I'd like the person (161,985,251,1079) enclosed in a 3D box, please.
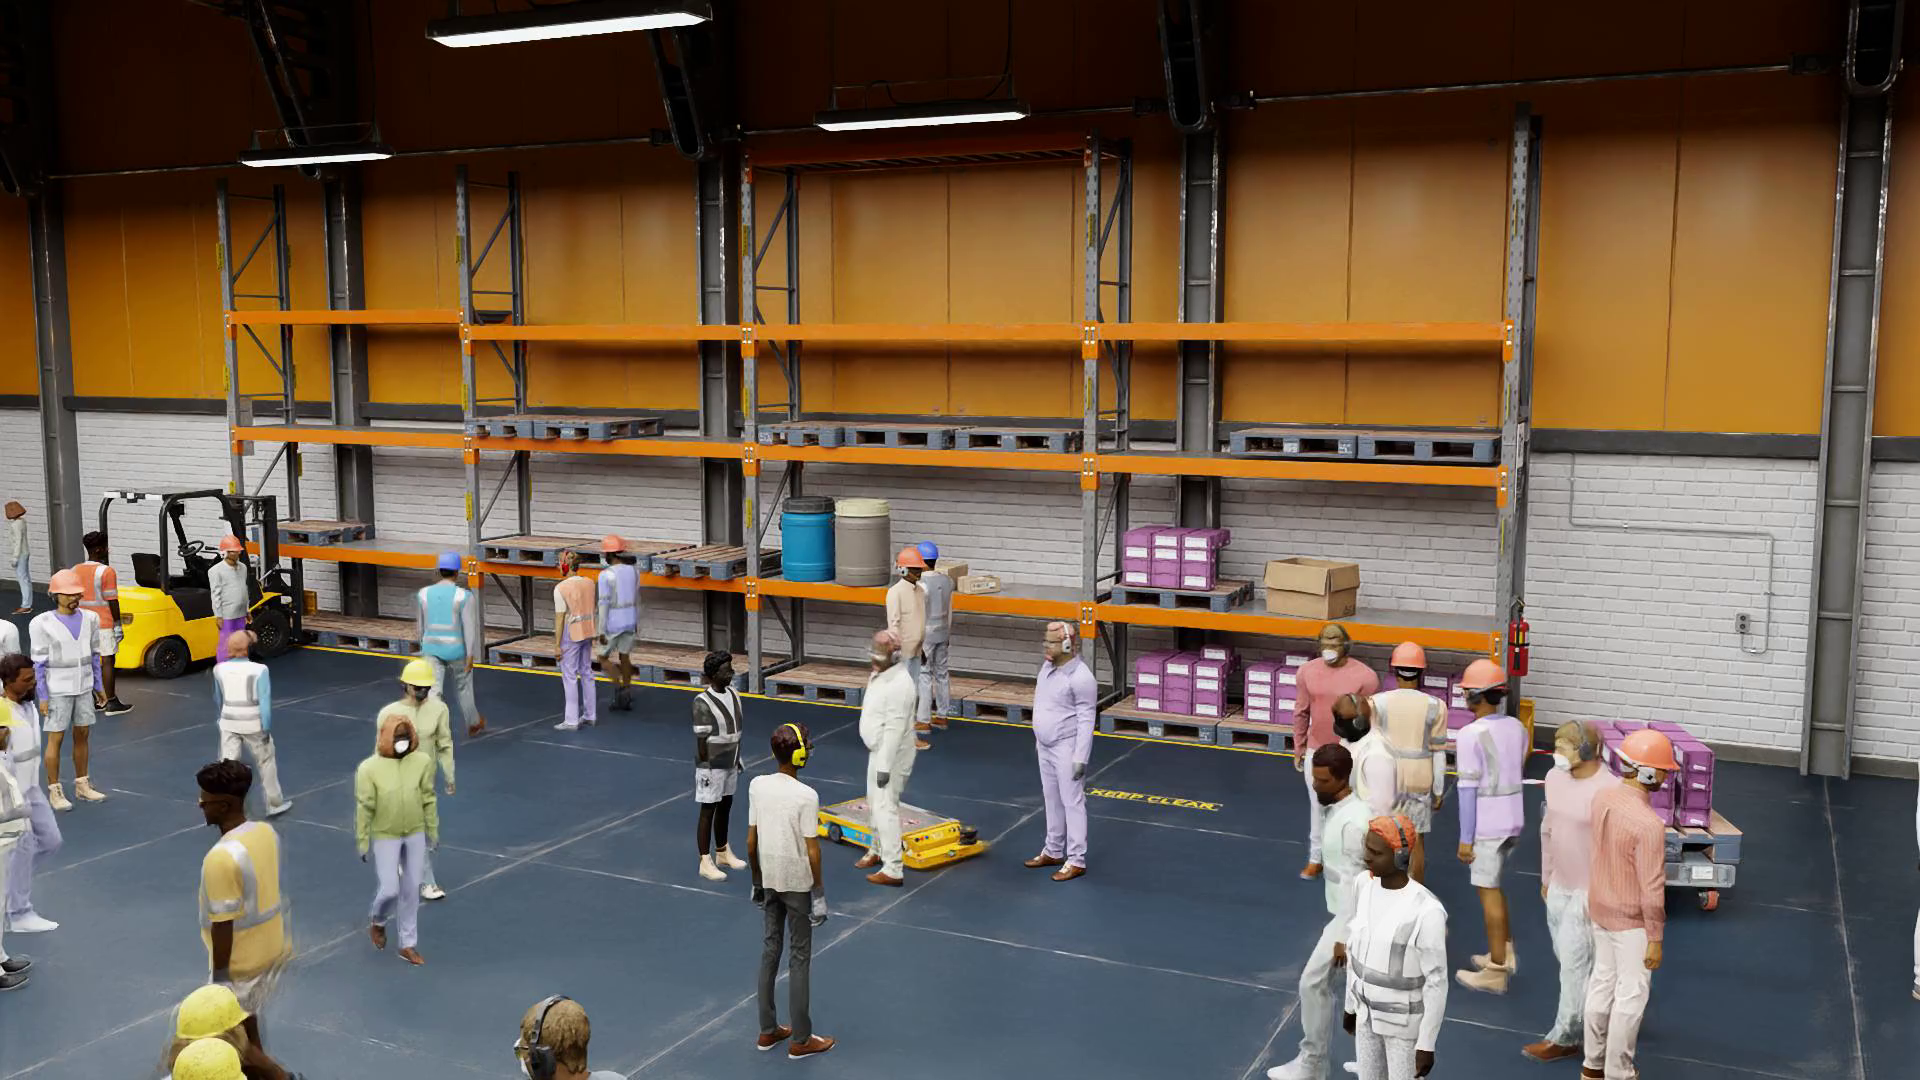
[{"bbox_3d":[-2.660,2.430,5.880,0.485,1.702,0.895,2,7,20],"label":"person"}]

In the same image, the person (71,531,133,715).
[{"bbox_3d":[-9.119,0.877,17.617,0.603,1.966,0.368,2,7,18],"label":"person"}]

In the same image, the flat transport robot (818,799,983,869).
[{"bbox_3d":[-0.541,2.267,13.076,0.652,0.197,1.431,-6,9,-42],"label":"flat transport robot"}]

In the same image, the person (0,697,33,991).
[{"bbox_3d":[-5.935,1.853,10.178,0.403,1.818,0.601,-4,8,-29],"label":"person"}]

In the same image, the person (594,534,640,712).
[{"bbox_3d":[-3.638,0.890,17.701,0.389,1.926,0.583,6,9,40],"label":"person"}]

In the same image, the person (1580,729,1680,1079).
[{"bbox_3d":[3.491,1.954,8.660,0.403,1.982,0.628,-1,7,-7],"label":"person"}]

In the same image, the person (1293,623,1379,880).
[{"bbox_3d":[2.733,1.556,12.176,0.635,1.929,0.381,4,8,31],"label":"person"}]

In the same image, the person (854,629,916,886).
[{"bbox_3d":[-0.544,1.575,12.239,0.400,1.882,0.680,-2,7,-14],"label":"person"}]

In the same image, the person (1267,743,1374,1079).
[{"bbox_3d":[1.994,1.990,8.806,0.814,1.868,0.660,1,7,7],"label":"person"}]

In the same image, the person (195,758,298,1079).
[{"bbox_3d":[-3.482,2.028,8.171,0.545,1.948,0.620,0,7,0],"label":"person"}]

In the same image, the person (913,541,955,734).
[{"bbox_3d":[-0.312,0.983,16.816,0.385,1.948,0.603,6,9,42],"label":"person"}]

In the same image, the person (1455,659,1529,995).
[{"bbox_3d":[3.241,1.749,10.242,0.608,2.017,0.534,-6,9,-38],"label":"person"}]

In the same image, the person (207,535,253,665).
[{"bbox_3d":[-8.293,0.816,18.982,0.327,1.752,0.563,2,7,16],"label":"person"}]

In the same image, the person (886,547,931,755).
[{"bbox_3d":[-0.491,1.062,15.965,0.384,1.996,0.610,3,8,26],"label":"person"}]

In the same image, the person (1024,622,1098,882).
[{"bbox_3d":[0.732,1.549,12.305,0.404,1.911,0.636,-4,8,-28],"label":"person"}]

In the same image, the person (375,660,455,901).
[{"bbox_3d":[-3.918,1.689,11.954,0.533,1.703,0.958,-6,9,-43],"label":"person"}]

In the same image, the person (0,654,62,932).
[{"bbox_3d":[-6.291,1.696,11.120,0.434,1.899,0.594,-1,7,-5],"label":"person"}]

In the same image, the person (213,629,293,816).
[{"bbox_3d":[-5.815,1.529,13.646,0.531,1.606,0.765,1,7,9],"label":"person"}]

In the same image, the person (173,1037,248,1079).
[{"bbox_3d":[-2.428,2.462,5.437,0.320,1.742,0.492,3,7,22],"label":"person"}]

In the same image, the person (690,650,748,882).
[{"bbox_3d":[-1.781,1.652,12.322,0.319,1.696,0.532,3,8,24],"label":"person"}]

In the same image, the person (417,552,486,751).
[{"bbox_3d":[-5.000,1.060,16.333,0.633,1.898,0.948,1,7,6],"label":"person"}]

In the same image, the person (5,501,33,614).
[{"bbox_3d":[-13.668,0.250,24.154,0.279,1.633,0.498,-2,7,-19],"label":"person"}]

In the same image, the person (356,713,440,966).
[{"bbox_3d":[-3.589,1.892,10.612,0.517,1.618,0.411,-6,9,-43],"label":"person"}]

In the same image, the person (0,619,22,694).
[{"bbox_3d":[-8.271,1.307,14.069,0.613,1.962,0.367,-1,7,-11],"label":"person"}]

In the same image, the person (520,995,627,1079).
[{"bbox_3d":[-1.232,2.391,5.286,0.382,1.928,0.635,2,7,16],"label":"person"}]

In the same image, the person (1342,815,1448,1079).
[{"bbox_3d":[1.920,2.148,7.448,0.341,1.882,0.587,-3,8,-24],"label":"person"}]

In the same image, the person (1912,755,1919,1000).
[{"bbox_3d":[5.955,1.850,9.911,0.581,1.884,0.351,-2,7,-17],"label":"person"}]

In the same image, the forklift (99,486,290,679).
[{"bbox_3d":[-9.426,0.454,20.179,1.214,2.155,2.313,3,8,26],"label":"forklift"}]

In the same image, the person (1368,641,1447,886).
[{"bbox_3d":[3.036,1.652,11.389,0.549,1.927,0.393,2,7,13],"label":"person"}]

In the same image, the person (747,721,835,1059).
[{"bbox_3d":[-0.956,1.935,9.272,0.526,1.869,0.312,5,8,35],"label":"person"}]

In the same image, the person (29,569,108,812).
[{"bbox_3d":[-7.543,1.261,14.124,0.388,2.045,0.605,4,8,29],"label":"person"}]

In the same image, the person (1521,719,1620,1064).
[{"bbox_3d":[3.514,1.923,9.234,0.817,1.912,0.636,-2,7,-19],"label":"person"}]

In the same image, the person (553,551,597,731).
[{"bbox_3d":[-3.909,1.024,16.946,0.384,1.836,0.565,4,8,27],"label":"person"}]
